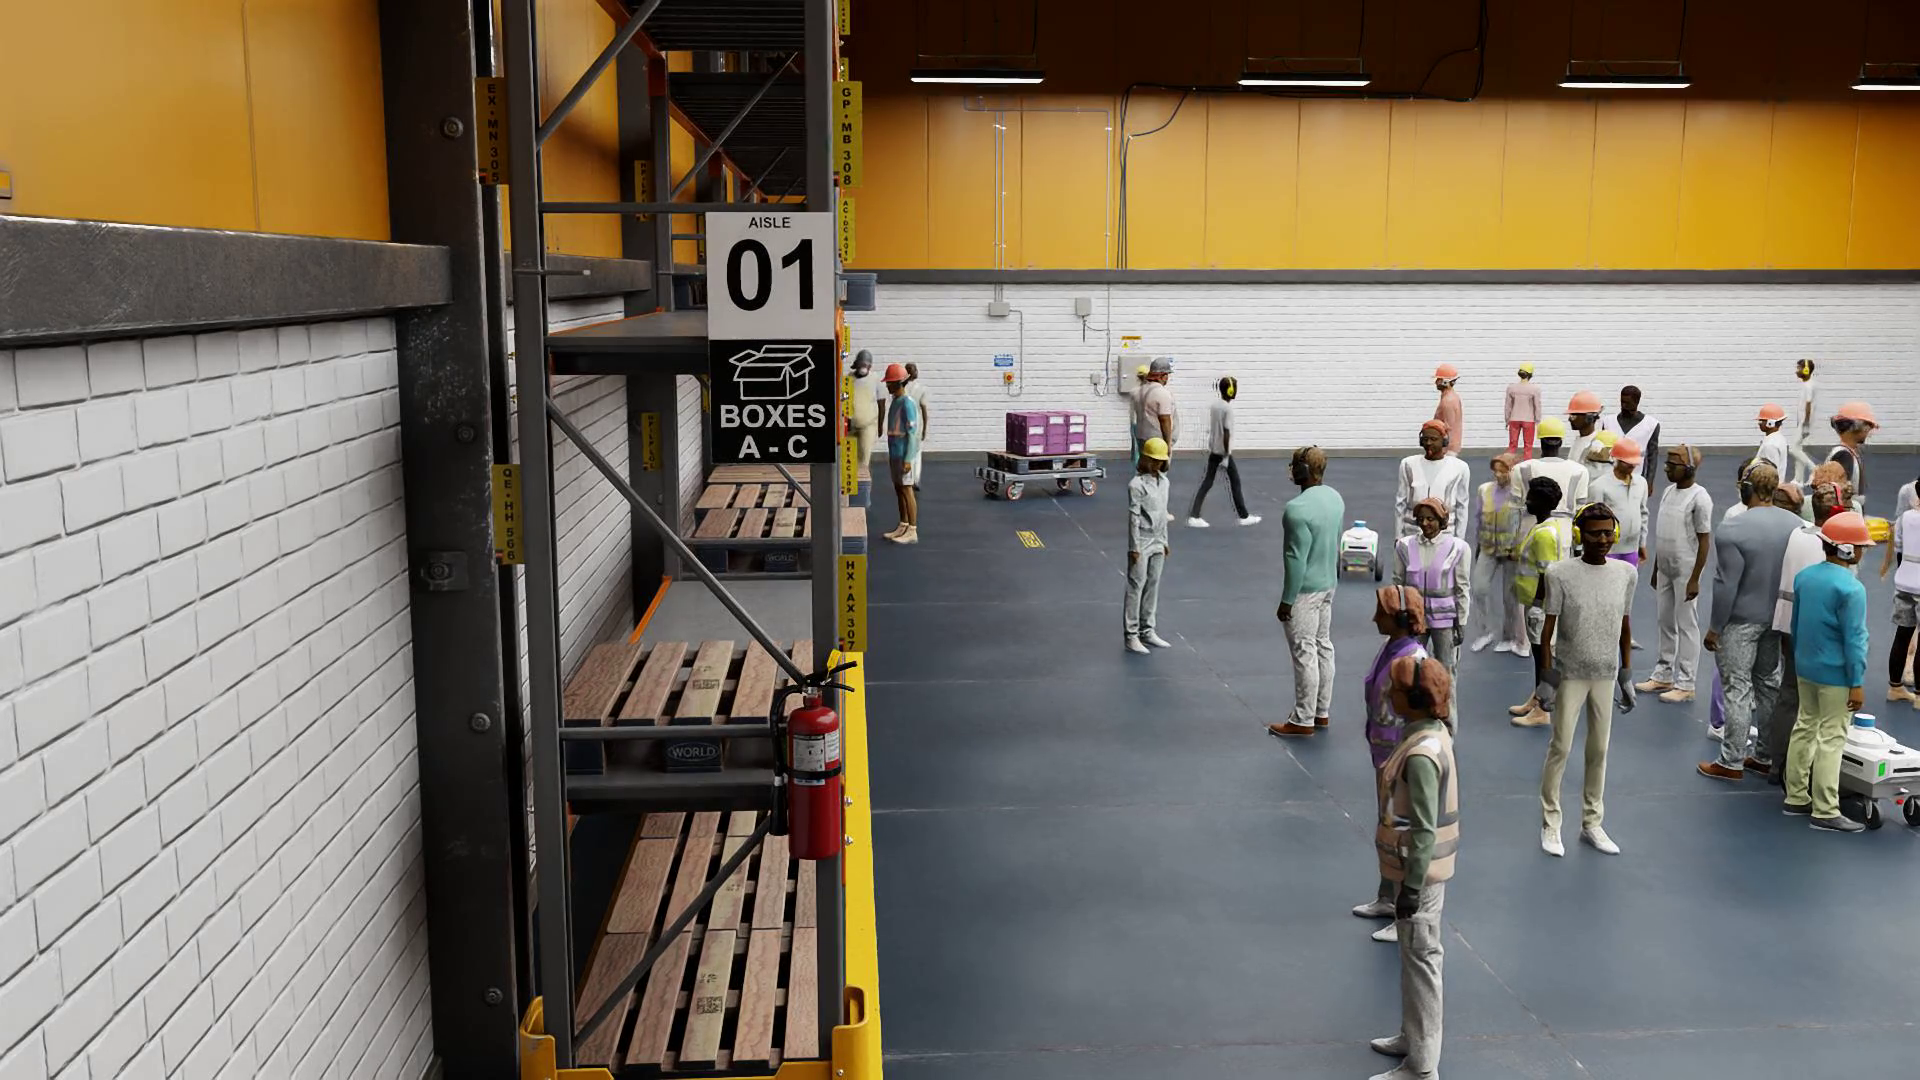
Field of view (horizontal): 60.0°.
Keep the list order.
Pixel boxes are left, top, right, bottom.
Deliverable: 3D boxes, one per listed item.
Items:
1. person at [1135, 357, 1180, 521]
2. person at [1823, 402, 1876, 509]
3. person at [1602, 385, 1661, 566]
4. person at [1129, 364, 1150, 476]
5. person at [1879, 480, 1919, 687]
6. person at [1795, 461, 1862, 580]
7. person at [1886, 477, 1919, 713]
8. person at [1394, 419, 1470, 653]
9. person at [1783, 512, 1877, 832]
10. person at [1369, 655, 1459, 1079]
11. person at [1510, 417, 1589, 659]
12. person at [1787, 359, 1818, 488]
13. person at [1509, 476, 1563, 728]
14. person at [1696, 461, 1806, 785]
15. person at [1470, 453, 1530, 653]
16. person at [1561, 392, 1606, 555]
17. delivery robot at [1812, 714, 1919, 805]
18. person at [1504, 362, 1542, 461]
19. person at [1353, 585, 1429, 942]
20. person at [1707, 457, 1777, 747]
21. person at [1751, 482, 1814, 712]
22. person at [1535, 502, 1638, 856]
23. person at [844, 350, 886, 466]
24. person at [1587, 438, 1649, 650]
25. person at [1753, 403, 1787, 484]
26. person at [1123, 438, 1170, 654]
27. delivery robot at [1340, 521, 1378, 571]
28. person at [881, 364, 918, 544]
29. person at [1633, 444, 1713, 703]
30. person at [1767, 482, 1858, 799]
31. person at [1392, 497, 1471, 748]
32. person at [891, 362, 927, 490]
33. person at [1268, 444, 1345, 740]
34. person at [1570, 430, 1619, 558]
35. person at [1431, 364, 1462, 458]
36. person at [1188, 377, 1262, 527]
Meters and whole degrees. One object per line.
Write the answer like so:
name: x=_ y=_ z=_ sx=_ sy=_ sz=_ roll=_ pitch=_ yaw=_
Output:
person: x=2.465 y=-1.259 z=20.625 sx=0.535 sy=2.000 sz=0.683 roll=-4 pitch=10 yaw=-24
person: x=7.057 y=-0.085 z=13.364 sx=0.387 sy=2.012 sz=0.658 roll=5 pitch=11 yaw=30
person: x=6.875 y=-0.643 z=17.156 sx=0.588 sy=1.913 sz=0.391 roll=7 pitch=12 yaw=39
person: x=2.674 y=-1.653 z=23.978 sx=0.338 sy=1.766 sz=0.530 roll=-8 pitch=12 yaw=-43
person: x=7.277 y=0.163 z=12.531 sx=0.584 sy=1.786 sz=0.939 roll=5 pitch=10 yaw=28
person: x=6.566 y=0.211 z=12.664 sx=0.509 sy=1.632 sz=0.267 roll=7 pitch=11 yaw=36
person: x=6.723 y=0.350 z=11.596 sx=0.319 sy=1.696 sz=0.532 roll=-1 pitch=9 yaw=-8
person: x=3.782 y=-0.027 z=13.394 sx=0.576 sy=1.880 sz=0.354 roll=5 pitch=10 yaw=26
person: x=4.797 y=0.712 z=9.143 sx=0.332 sy=1.750 sz=0.573 roll=-1 pitch=9 yaw=-5
person: x=1.700 y=1.235 z=6.217 sx=0.308 sy=1.639 sz=0.524 roll=3 pitch=9 yaw=16
person: x=4.635 y=-0.011 z=13.170 sx=0.587 sy=1.920 sz=0.396 roll=2 pitch=9 yaw=11
person: x=12.012 y=-1.650 z=23.665 sx=0.446 sy=1.852 sz=0.545 roll=4 pitch=10 yaw=22
person: x=3.897 y=0.414 z=11.197 sx=0.318 sy=1.697 sz=0.535 roll=3 pitch=9 yaw=17
person: x=4.725 y=0.493 z=9.941 sx=0.636 sy=1.939 sz=0.365 roll=-3 pitch=10 yaw=-20
person: x=4.298 y=0.118 z=13.268 sx=0.539 sy=1.618 sz=0.555 roll=9 pitch=13 yaw=44
person: x=5.334 y=-0.255 z=14.311 sx=0.390 sy=2.041 sz=0.614 roll=0 pitch=9 yaw=2
delivery robot: x=5.084 y=1.226 z=9.378 sx=0.477 sy=0.478 sz=0.707 roll=-2 pitch=9 yaw=-11
person: x=8.268 y=-1.727 z=24.423 sx=0.535 sy=1.767 sz=0.317 roll=7 pitch=11 yaw=36
person: x=2.003 y=1.013 z=7.612 sx=0.311 sy=1.638 sz=0.521 roll=0 pitch=9 yaw=-1
person: x=5.112 y=0.389 z=10.805 sx=0.313 sy=1.872 sz=0.538 roll=9 pitch=13 yaw=43
person: x=5.583 y=0.419 z=11.354 sx=0.513 sy=1.637 sz=0.309 roll=7 pitch=12 yaw=39
person: x=3.284 y=0.725 z=8.702 sx=0.532 sy=1.871 sz=0.321 roll=-1 pitch=9 yaw=-4
person: x=-1.434 y=-1.636 z=22.989 sx=0.788 sy=2.000 sz=0.596 roll=2 pitch=9 yaw=10
person: x=5.323 y=0.038 z=13.432 sx=0.577 sy=1.737 sz=0.355 roll=-3 pitch=10 yaw=-20
person: x=8.119 y=-0.500 z=16.751 sx=0.330 sy=1.750 sz=0.572 roll=5 pitch=10 yaw=29
person: x=1.543 y=0.039 z=13.424 sx=0.320 sy=1.737 sz=0.487 roll=8 pitch=12 yaw=41
delivery robot: x=4.022 y=0.053 z=16.741 sx=0.477 sy=0.478 sz=0.707 roll=3 pitch=9 yaw=16
person: x=-0.688 y=-0.969 z=18.800 sx=0.390 sy=2.039 sz=0.612 roll=-3 pitch=10 yaw=-19
person: x=5.111 y=0.235 z=11.856 sx=0.345 sy=1.846 sz=0.506 roll=-2 pitch=9 yaw=-12
person: x=4.969 y=0.577 z=9.703 sx=0.374 sy=1.843 sz=0.569 roll=-2 pitch=9 yaw=-11
person: x=3.008 y=0.533 z=10.656 sx=0.510 sy=1.631 sz=0.310 roll=6 pitch=11 yaw=32
person: x=-0.725 y=-1.565 z=23.221 sx=0.532 sy=1.823 sz=0.538 roll=-1 pitch=9 yaw=-3
person: x=2.275 y=0.338 z=10.916 sx=0.372 sy=1.940 sz=0.630 roll=7 pitch=11 yaw=36
person: x=5.425 y=-0.071 z=14.146 sx=0.489 sy=1.729 sz=0.323 roll=8 pitch=12 yaw=41
person: x=5.728 y=-1.082 z=19.649 sx=0.379 sy=1.996 sz=0.609 roll=4 pitch=10 yaw=21
person: x=3.168 y=-1.056 z=20.056 sx=0.978 sy=1.818 sz=0.537 roll=-4 pitch=10 yaw=-23
